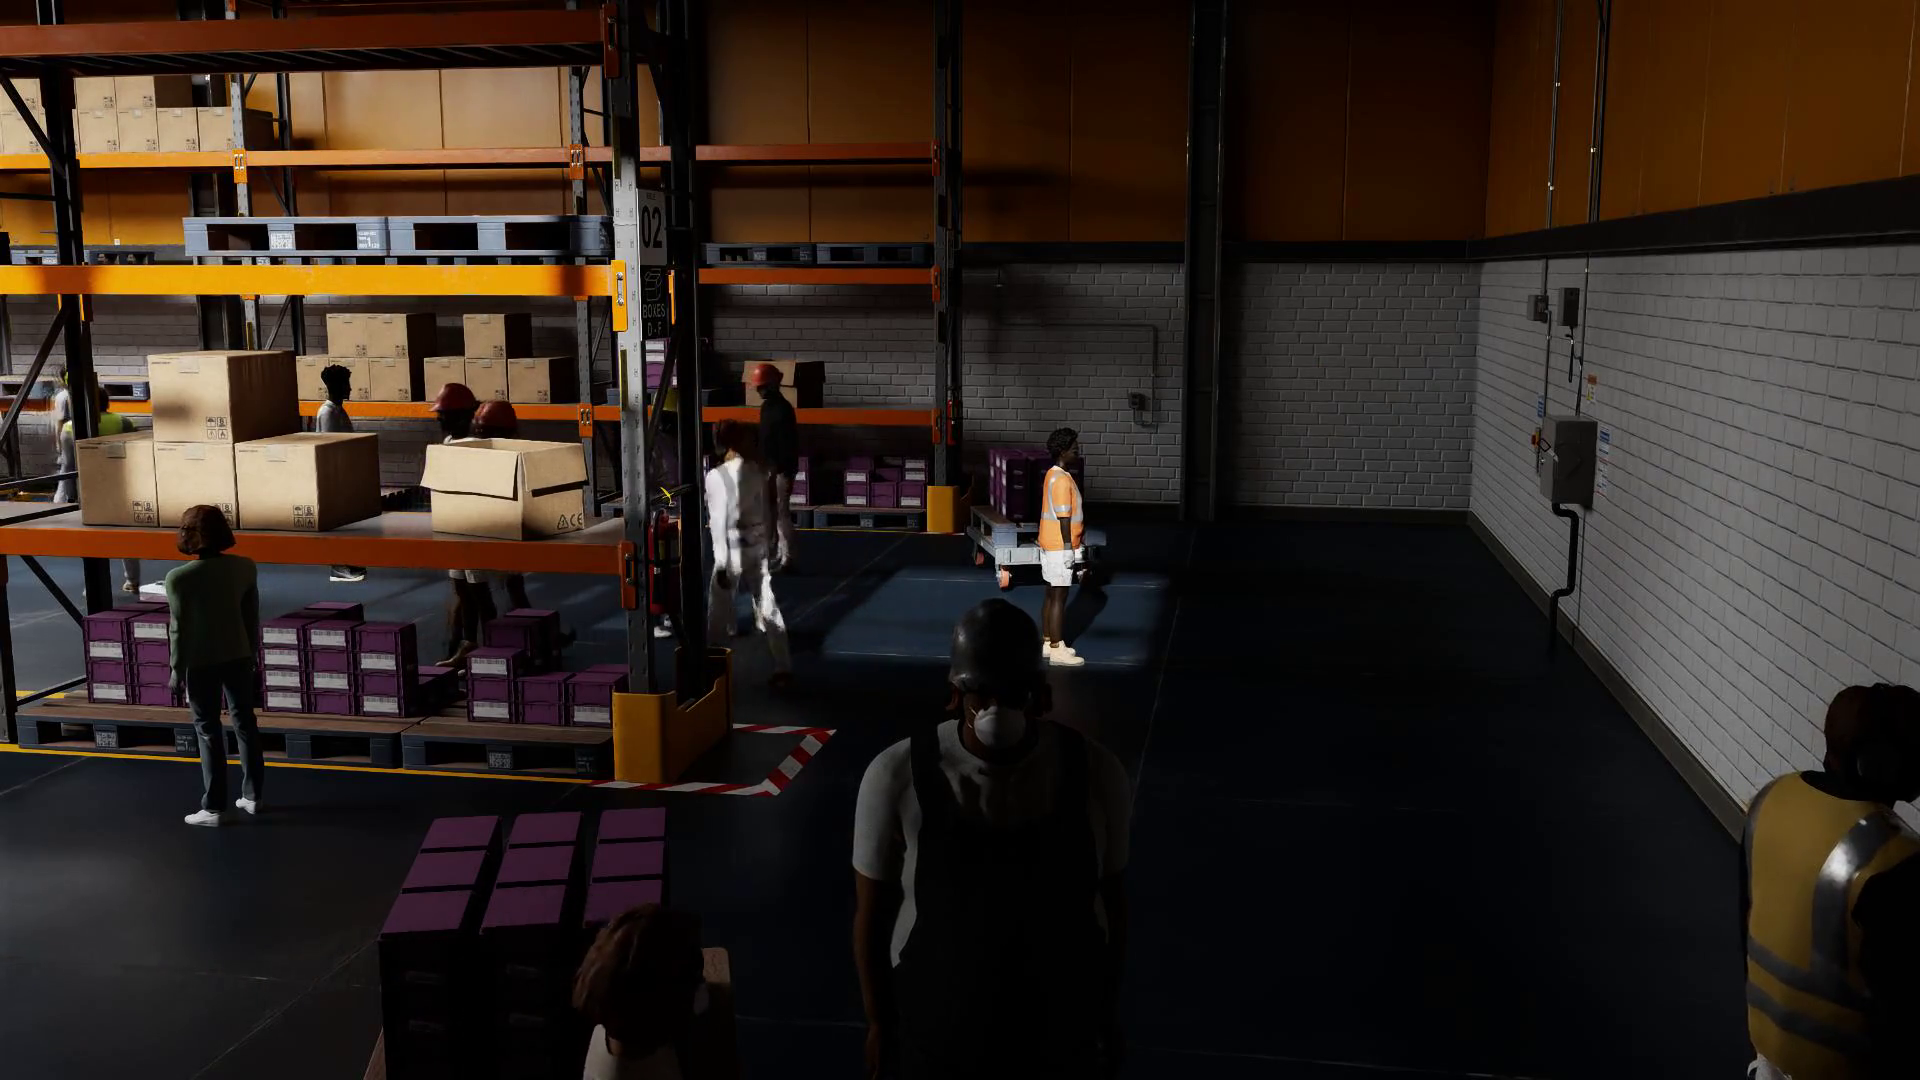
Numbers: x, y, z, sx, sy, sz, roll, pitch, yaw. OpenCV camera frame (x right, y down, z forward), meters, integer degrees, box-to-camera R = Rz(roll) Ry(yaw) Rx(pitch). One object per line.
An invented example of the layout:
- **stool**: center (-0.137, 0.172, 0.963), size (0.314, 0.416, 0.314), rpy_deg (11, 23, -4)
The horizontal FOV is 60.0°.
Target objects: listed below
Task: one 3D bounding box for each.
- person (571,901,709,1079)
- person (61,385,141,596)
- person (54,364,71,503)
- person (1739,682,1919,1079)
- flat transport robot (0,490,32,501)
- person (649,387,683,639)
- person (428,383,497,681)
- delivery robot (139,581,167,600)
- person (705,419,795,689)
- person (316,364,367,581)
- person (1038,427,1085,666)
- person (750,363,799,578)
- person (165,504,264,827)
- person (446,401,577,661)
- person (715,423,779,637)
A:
- **person**: center (-0.627, 1.475, 3.323), size (0.847, 1.587, 0.514), rpy_deg (-2, 9, -11)
- **person**: center (-7.388, -0.419, 14.348), size (0.624, 1.834, 0.430), rpy_deg (-8, 12, -39)
- **person**: center (-9.321, -0.966, 17.728), size (0.922, 1.826, 0.540), rpy_deg (-2, 9, -15)
- **person**: center (2.126, 1.241, 4.006), size (0.429, 1.840, 0.630), rpy_deg (-1, 9, -4)
- **flat transport robot**: center (-11.605, -0.479, 19.533), size (0.652, 0.197, 1.431), rpy_deg (0, 9, -2)
- **person**: center (-2.228, -0.218, 12.786), size (0.382, 1.924, 0.594), rpy_deg (5, 11, 30)
- **person**: center (-3.411, -0.057, 11.428), size (0.389, 2.045, 0.606), rpy_deg (-8, 12, -40)
- **delivery robot**: center (-5.848, 0.451, 12.595), size (0.707, 0.478, 0.477), rpy_deg (4, 10, 22)
- **person**: center (-1.479, 0.089, 11.230), size (1.044, 1.824, 0.606), rpy_deg (8, 12, 40)
- **person**: center (-5.638, -0.613, 15.115), size (0.361, 1.965, 0.612), rpy_deg (-2, 9, -15)
- **person**: center (0.725, 0.045, 11.873), size (0.318, 1.696, 0.536), rpy_deg (-1, 9, -6)
- **person**: center (-1.666, -0.641, 15.286), size (0.520, 1.966, 0.650), rpy_deg (-4, 10, -26)
- **person**: center (-3.769, 0.631, 8.425), size (0.281, 1.634, 0.500), rpy_deg (5, 11, 30)
- **person**: center (-3.257, -0.053, 11.891), size (0.982, 1.874, 0.538), rpy_deg (-5, 10, -26)
- **person**: center (-1.642, -0.079, 12.816), size (0.514, 1.641, 0.309), rpy_deg (-4, 10, -24)
